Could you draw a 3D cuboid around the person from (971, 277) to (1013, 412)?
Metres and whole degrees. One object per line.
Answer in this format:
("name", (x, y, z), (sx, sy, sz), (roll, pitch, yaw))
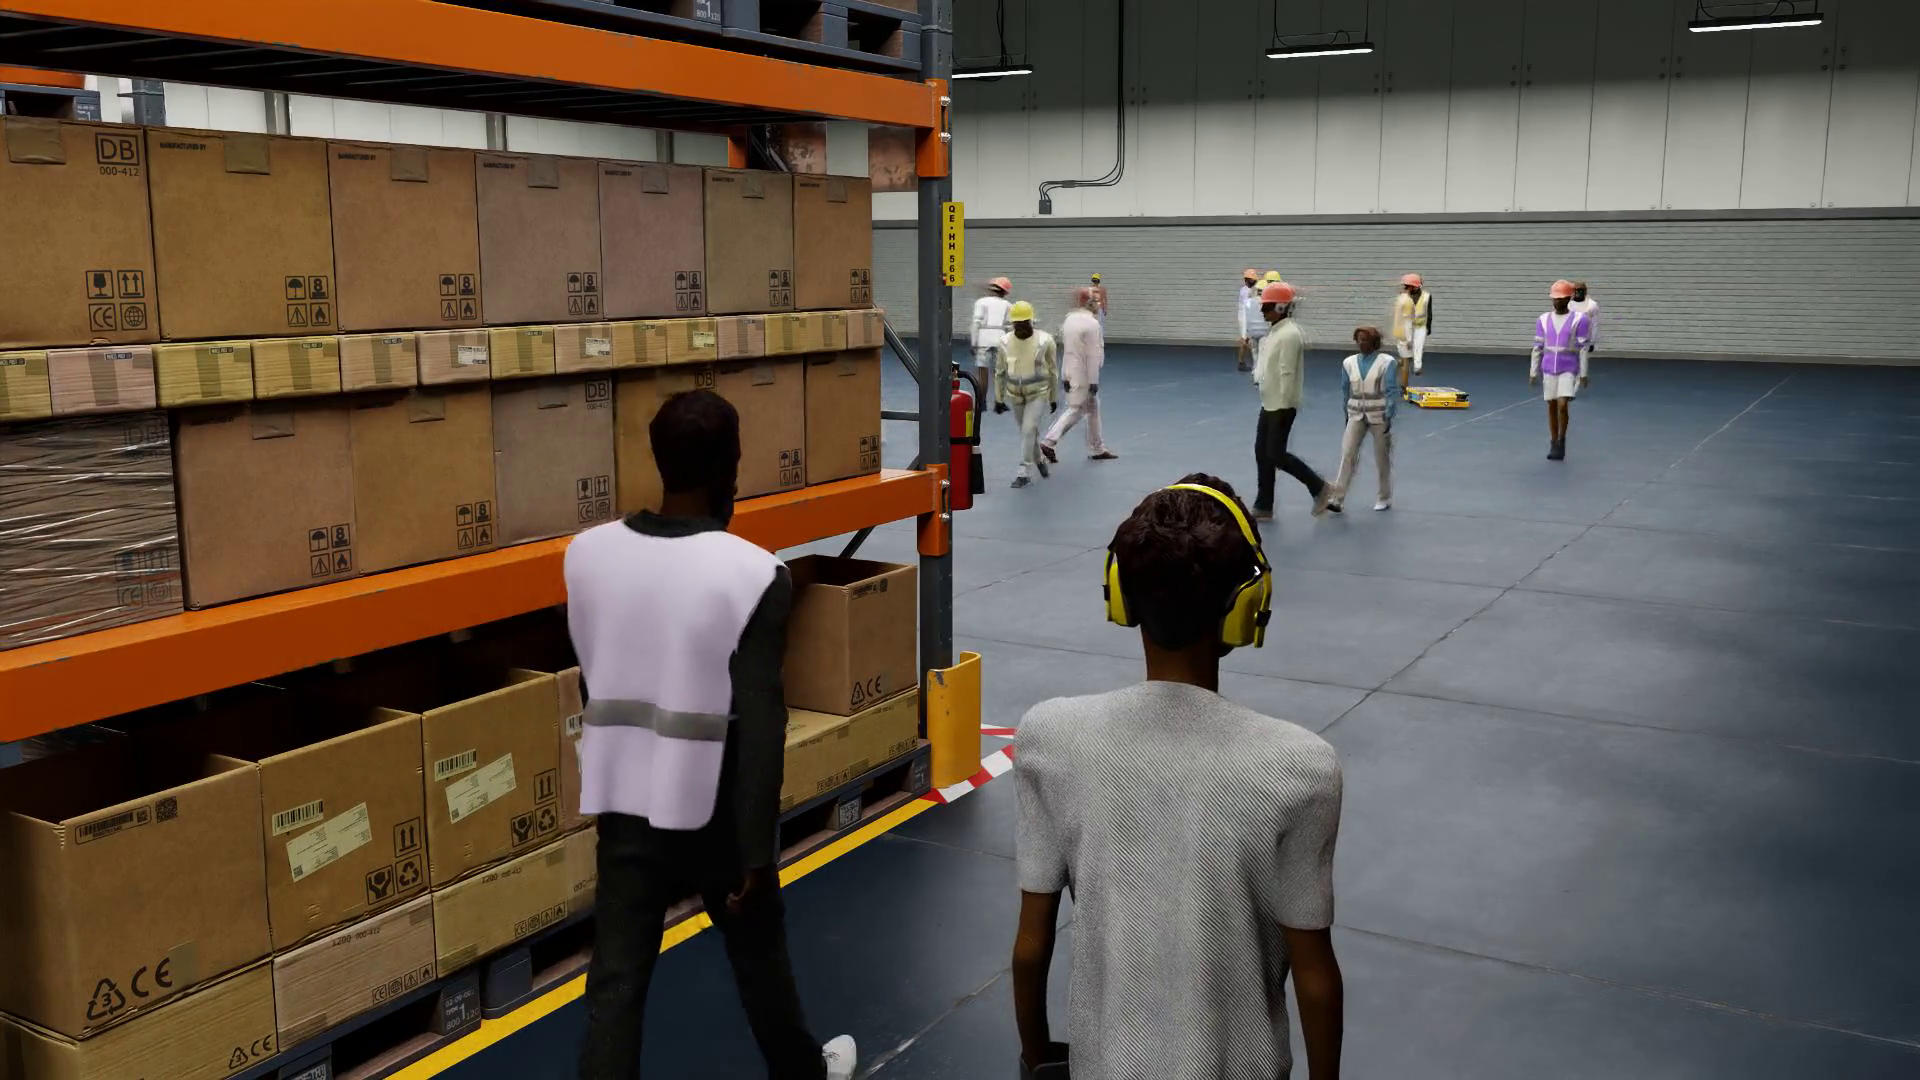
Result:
("person", (0.393, -2.729, 23.313), (0.717, 1.890, 0.375), (-2, 10, -14))

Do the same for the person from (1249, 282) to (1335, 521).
("person", (2.660, -1.110, 13.539), (0.681, 1.972, 0.627), (-1, 10, -6))

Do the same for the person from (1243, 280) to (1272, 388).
("person", (5.040, -3.424, 27.650), (0.606, 1.781, 0.907), (7, 12, 35))

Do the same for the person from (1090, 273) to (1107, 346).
("person", (3.273, -5.536, 40.057), (0.525, 1.769, 0.312), (3, 10, 14))

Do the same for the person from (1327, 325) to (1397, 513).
("person", (3.429, -1.008, 14.048), (0.532, 1.594, 0.861), (7, 12, 36))

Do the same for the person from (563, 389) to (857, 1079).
("person", (-0.604, 0.591, 3.882), (0.616, 1.874, 0.965), (4, 10, 22))

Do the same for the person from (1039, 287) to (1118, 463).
("person", (1.246, -1.742, 17.570), (0.955, 1.868, 0.641), (-3, 10, -18))

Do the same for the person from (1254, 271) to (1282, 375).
("person", (5.772, -3.950, 30.395), (0.858, 1.894, 0.598), (-1, 10, -5))

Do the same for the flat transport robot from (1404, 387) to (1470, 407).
("flat transport robot", (6.957, -2.100, 24.308), (0.652, 0.197, 1.431), (1, 10, 4))

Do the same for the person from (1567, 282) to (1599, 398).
("person", (9.535, -3.099, 25.753), (0.614, 1.797, 0.986), (7, 12, 34))

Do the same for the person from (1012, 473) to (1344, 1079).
("person", (0.319, 0.834, 2.450), (0.521, 1.874, 0.328), (4, 11, 24))

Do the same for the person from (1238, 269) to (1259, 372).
("person", (5.441, -4.143, 31.430), (0.385, 1.927, 0.546), (2, 10, 11))

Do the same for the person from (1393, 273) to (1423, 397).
("person", (6.809, -3.158, 25.701), (0.597, 1.916, 0.562), (0, 10, 2))

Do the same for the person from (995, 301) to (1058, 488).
("person", (0.667, -1.416, 15.971), (0.597, 1.773, 0.909), (4, 11, 24))

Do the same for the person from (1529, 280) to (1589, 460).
("person", (6.356, -1.801, 17.729), (0.580, 1.917, 0.607), (8, 13, 39))

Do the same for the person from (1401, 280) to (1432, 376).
("person", (8.321, -3.921, 30.534), (0.657, 1.787, 0.988), (2, 10, 14))
